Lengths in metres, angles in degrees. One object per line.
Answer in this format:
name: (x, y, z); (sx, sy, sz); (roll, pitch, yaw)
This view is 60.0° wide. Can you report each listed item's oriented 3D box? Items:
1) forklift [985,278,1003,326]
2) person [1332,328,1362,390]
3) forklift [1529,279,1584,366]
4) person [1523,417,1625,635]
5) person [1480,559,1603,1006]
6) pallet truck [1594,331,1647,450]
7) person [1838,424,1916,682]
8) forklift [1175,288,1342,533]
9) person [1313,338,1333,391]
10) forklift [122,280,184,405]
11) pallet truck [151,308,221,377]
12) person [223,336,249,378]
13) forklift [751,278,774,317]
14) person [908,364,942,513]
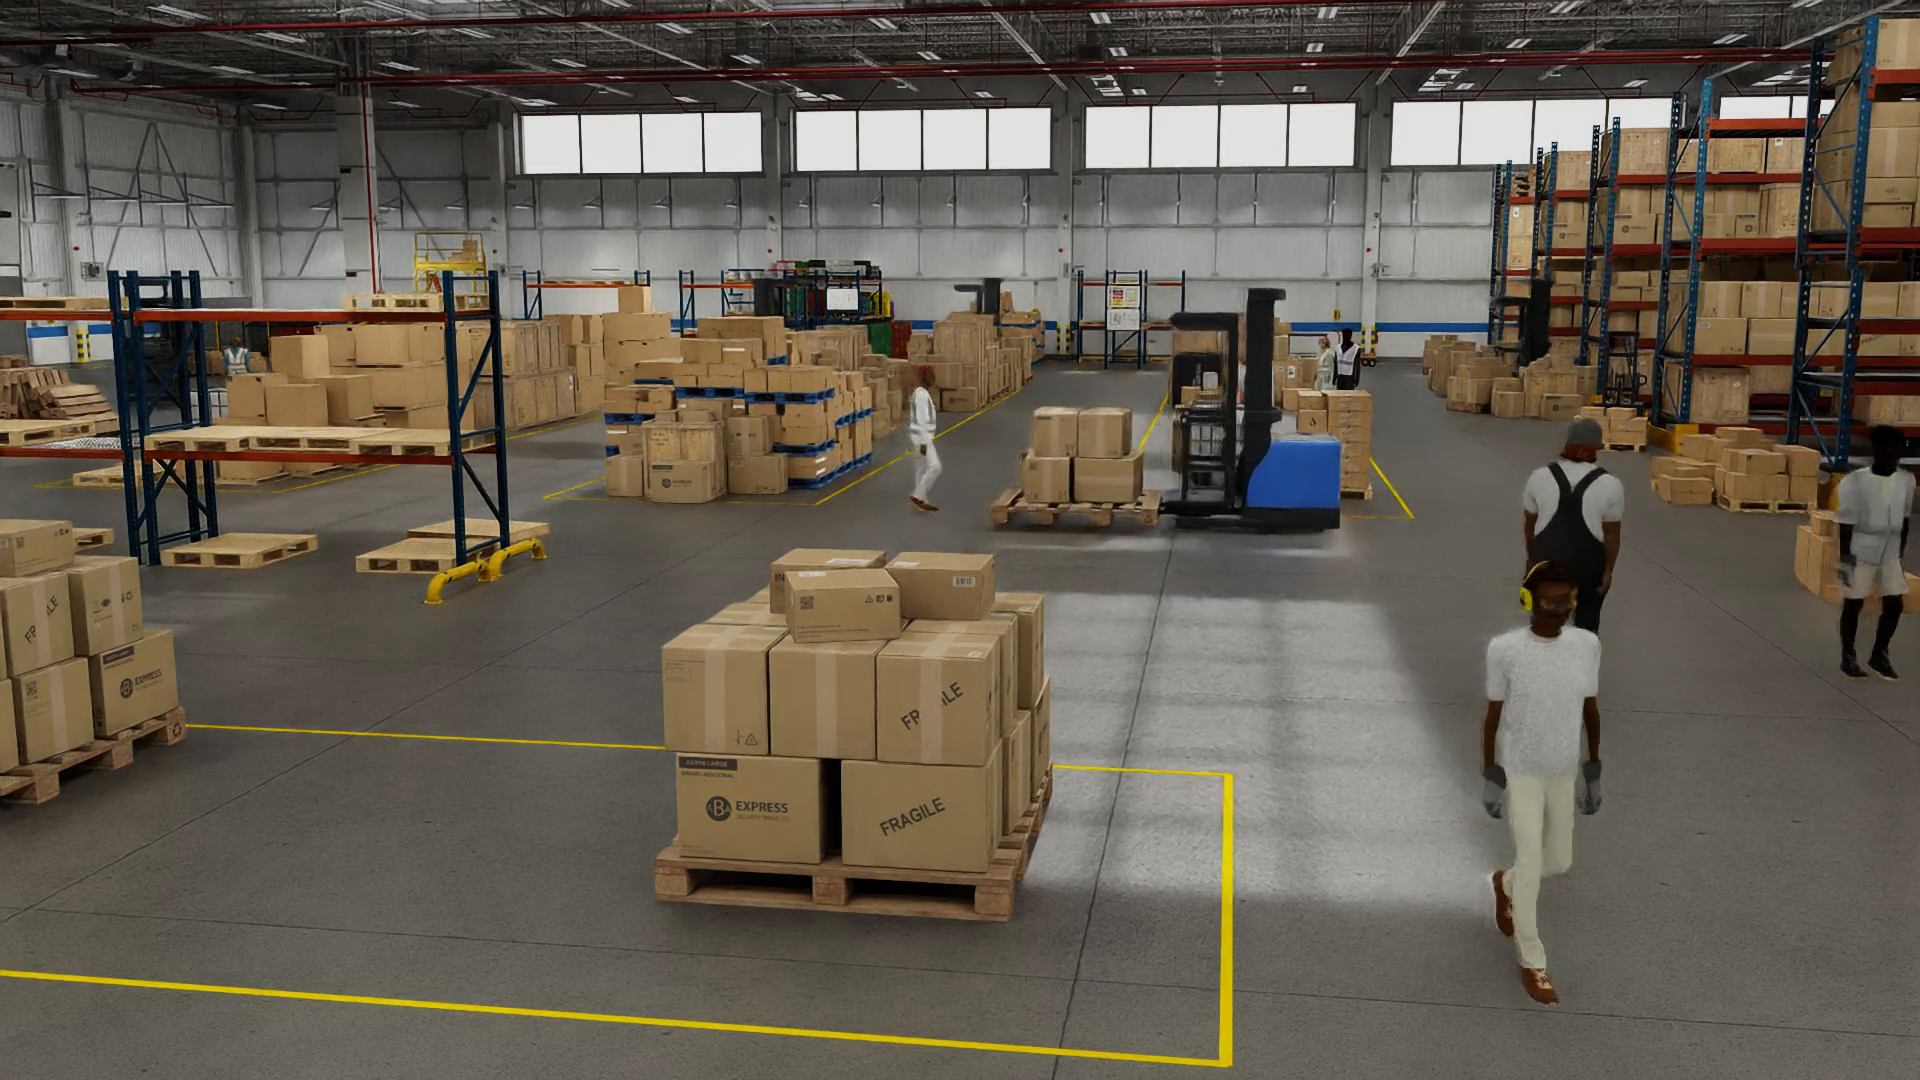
forklift: (0.930, -5.945, 46.577); (1.873, 2.768, 1.129); (1, 9, 9)
person: (7.637, -3.223, 32.793); (0.383, 1.910, 0.595); (-8, 12, -41)
forklift: (13.182, -4.530, 37.850); (1.873, 2.768, 1.129); (2, 9, 10)
person: (4.334, 0.109, 11.823); (0.687, 2.000, 0.871); (6, 11, 31)
person: (2.458, 0.969, 7.118); (0.512, 1.856, 0.735); (-1, 9, -6)
pallet truck: (11.253, -2.573, 28.499); (0.823, 1.965, 1.885); (5, 10, 27)
person: (6.684, 0.108, 12.179); (0.608, 1.927, 0.542); (-1, 9, -4)
forklift: (3.510, -1.550, 19.476); (1.873, 2.768, 1.129); (1, 9, 9)
person: (7.608, -3.418, 34.905); (0.347, 1.608, 0.533); (-5, 10, -27)
forklift: (-18.314, -4.495, 37.635); (1.129, 2.768, 1.873); (-3, 10, -18)
pallet truck: (-21.869, -5.598, 47.154); (0.823, 1.965, 1.885); (4, 10, 26)
person: (-15.754, -3.639, 36.259); (0.522, 1.616, 0.690); (-2, 9, -12)
forklift: (-5.017, -5.288, 42.530); (1.873, 2.768, 1.129); (1, 9, 9)
person: (-0.421, -1.246, 20.691); (0.412, 1.872, 0.602); (0, 9, -2)
